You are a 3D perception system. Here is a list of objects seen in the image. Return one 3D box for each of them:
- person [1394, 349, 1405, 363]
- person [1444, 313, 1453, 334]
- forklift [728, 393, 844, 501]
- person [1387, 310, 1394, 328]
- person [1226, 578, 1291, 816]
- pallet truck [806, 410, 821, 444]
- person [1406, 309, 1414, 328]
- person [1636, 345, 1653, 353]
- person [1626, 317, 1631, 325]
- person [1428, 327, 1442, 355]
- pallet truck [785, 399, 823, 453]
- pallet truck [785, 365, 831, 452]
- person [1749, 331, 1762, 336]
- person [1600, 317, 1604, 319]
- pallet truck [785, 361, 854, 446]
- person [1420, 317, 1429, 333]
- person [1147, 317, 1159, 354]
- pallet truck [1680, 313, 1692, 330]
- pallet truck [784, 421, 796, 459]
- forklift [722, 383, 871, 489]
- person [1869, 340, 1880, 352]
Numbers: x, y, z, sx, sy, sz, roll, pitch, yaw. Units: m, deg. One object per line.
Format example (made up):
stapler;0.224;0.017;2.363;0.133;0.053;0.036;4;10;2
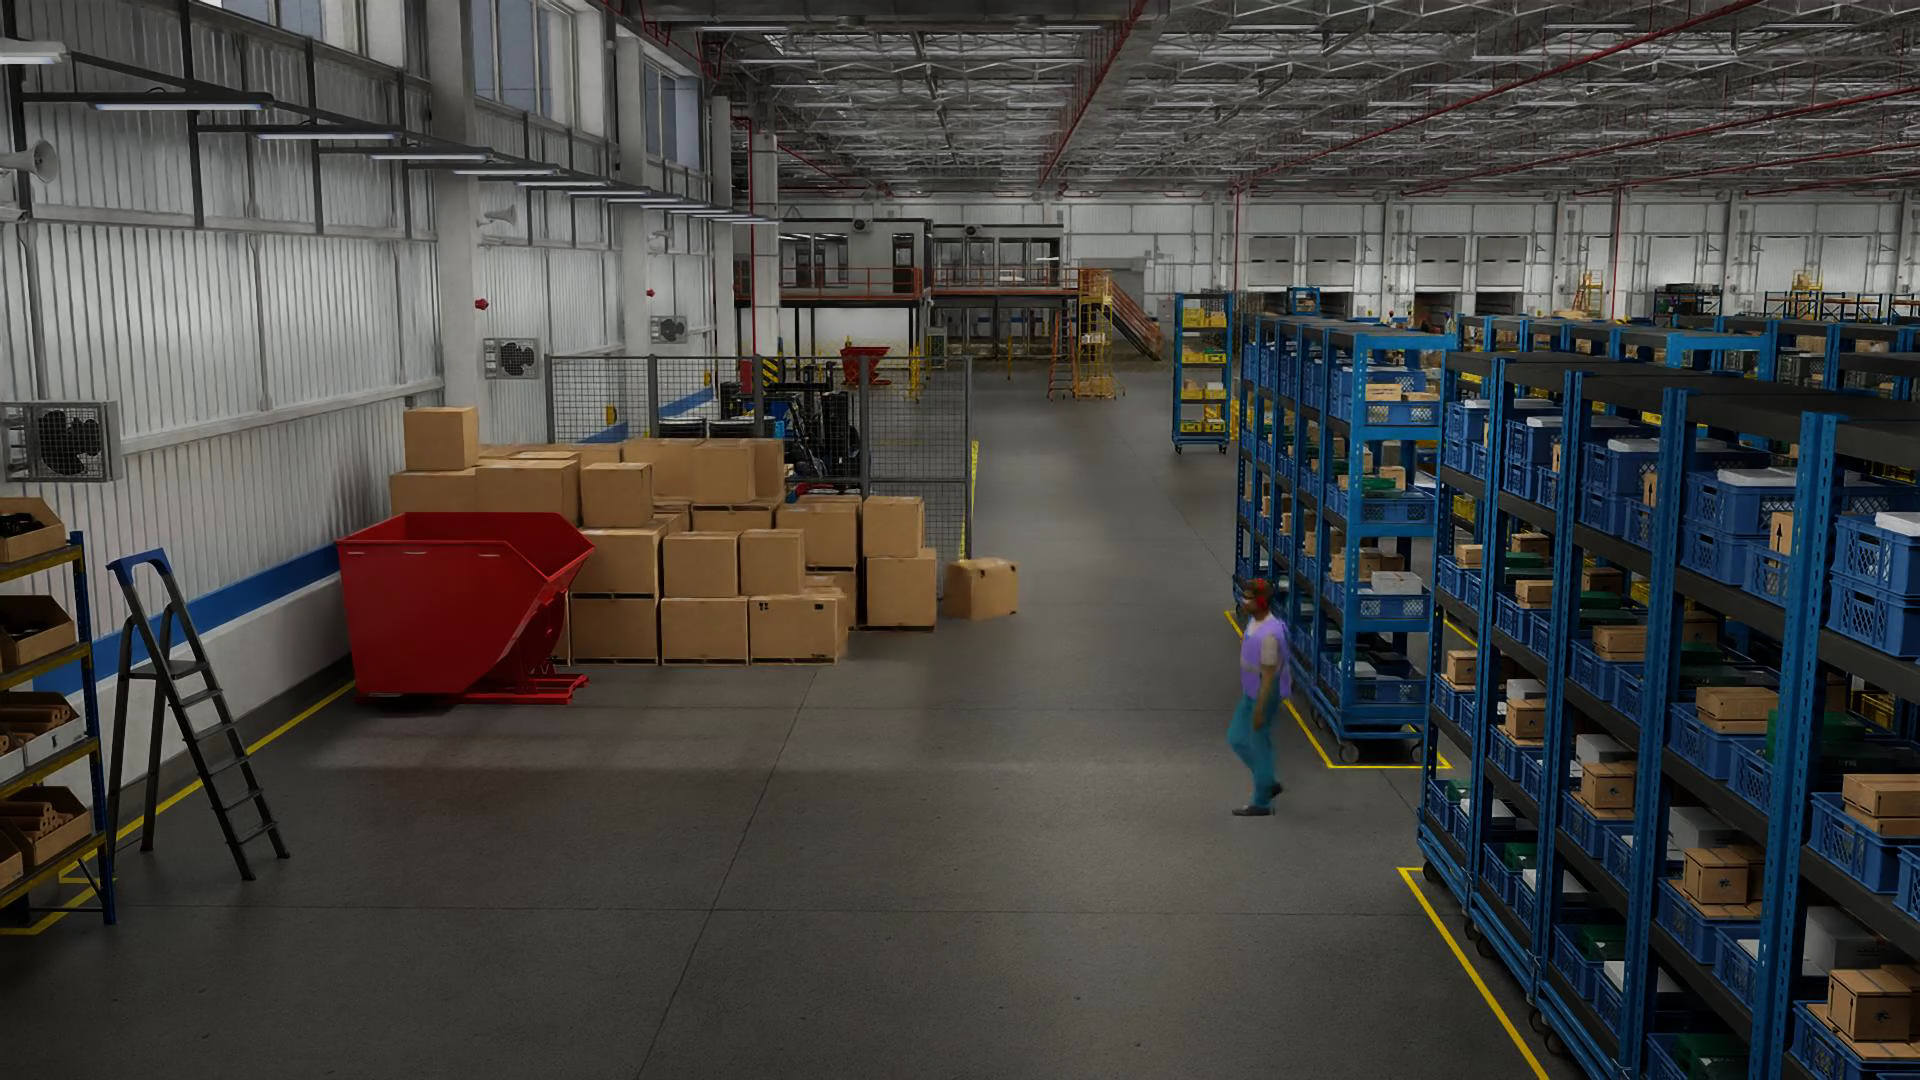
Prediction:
person;13.559;-5.079;51.321;0.310;1.770;0.522;-3;10;-15
person;25.202;-10.773;85.933;0.418;1.940;0.600;-3;10;-20
forklift;-2.979;-1.316;26.476;2.680;1.987;1.157;0;9;1
person;23.470;-11.542;90.660;0.360;1.939;0.543;3;10;18
person;2.238;1.184;12.469;0.451;1.830;0.598;0;9;-3
pallet truck;-3.559;-2.018;33.905;1.522;1.261;0.704;0;9;-1
person;25.629;-12.202;94.800;0.393;1.921;0.585;9;13;42
person;24.433;-6.526;59.401;0.682;2.000;0.537;0;9;-2
person;31.347;-9.494;78.104;0.395;1.918;0.590;-9;13;-43
person;17.613;-6.956;62.152;0.723;2.014;0.663;0;9;0
pallet truck;-3.814;-2.432;36.419;1.630;1.274;0.653;0;9;1
pallet truck;-3.774;-2.976;37.635;1.885;1.965;0.823;1;9;5
person;38.296;-9.697;80.041;0.554;1.678;0.540;3;10;18
person;31.938;-10.202;82.832;0.945;1.789;0.654;-7;12;-38
pallet truck;-3.410;-3.193;38.978;1.885;1.965;0.823;0;9;-1
person;21.358;-9.293;76.641;0.388;1.987;0.608;-4;10;-21
person;9.518;-10.144;82.479;0.612;1.784;0.951;-4;10;-24
pallet truck;36.315;-10.531;84.244;0.823;1.965;1.885;-6;11;-33
pallet truck;-4.013;-1.793;32.705;1.601;1.201;0.680;0;9;1
forklift;-2.893;-1.687;28.729;2.680;1.987;1.157;0;9;-1
person;31.875;-6.201;58.075;0.431;1.816;0.621;6;11;33
